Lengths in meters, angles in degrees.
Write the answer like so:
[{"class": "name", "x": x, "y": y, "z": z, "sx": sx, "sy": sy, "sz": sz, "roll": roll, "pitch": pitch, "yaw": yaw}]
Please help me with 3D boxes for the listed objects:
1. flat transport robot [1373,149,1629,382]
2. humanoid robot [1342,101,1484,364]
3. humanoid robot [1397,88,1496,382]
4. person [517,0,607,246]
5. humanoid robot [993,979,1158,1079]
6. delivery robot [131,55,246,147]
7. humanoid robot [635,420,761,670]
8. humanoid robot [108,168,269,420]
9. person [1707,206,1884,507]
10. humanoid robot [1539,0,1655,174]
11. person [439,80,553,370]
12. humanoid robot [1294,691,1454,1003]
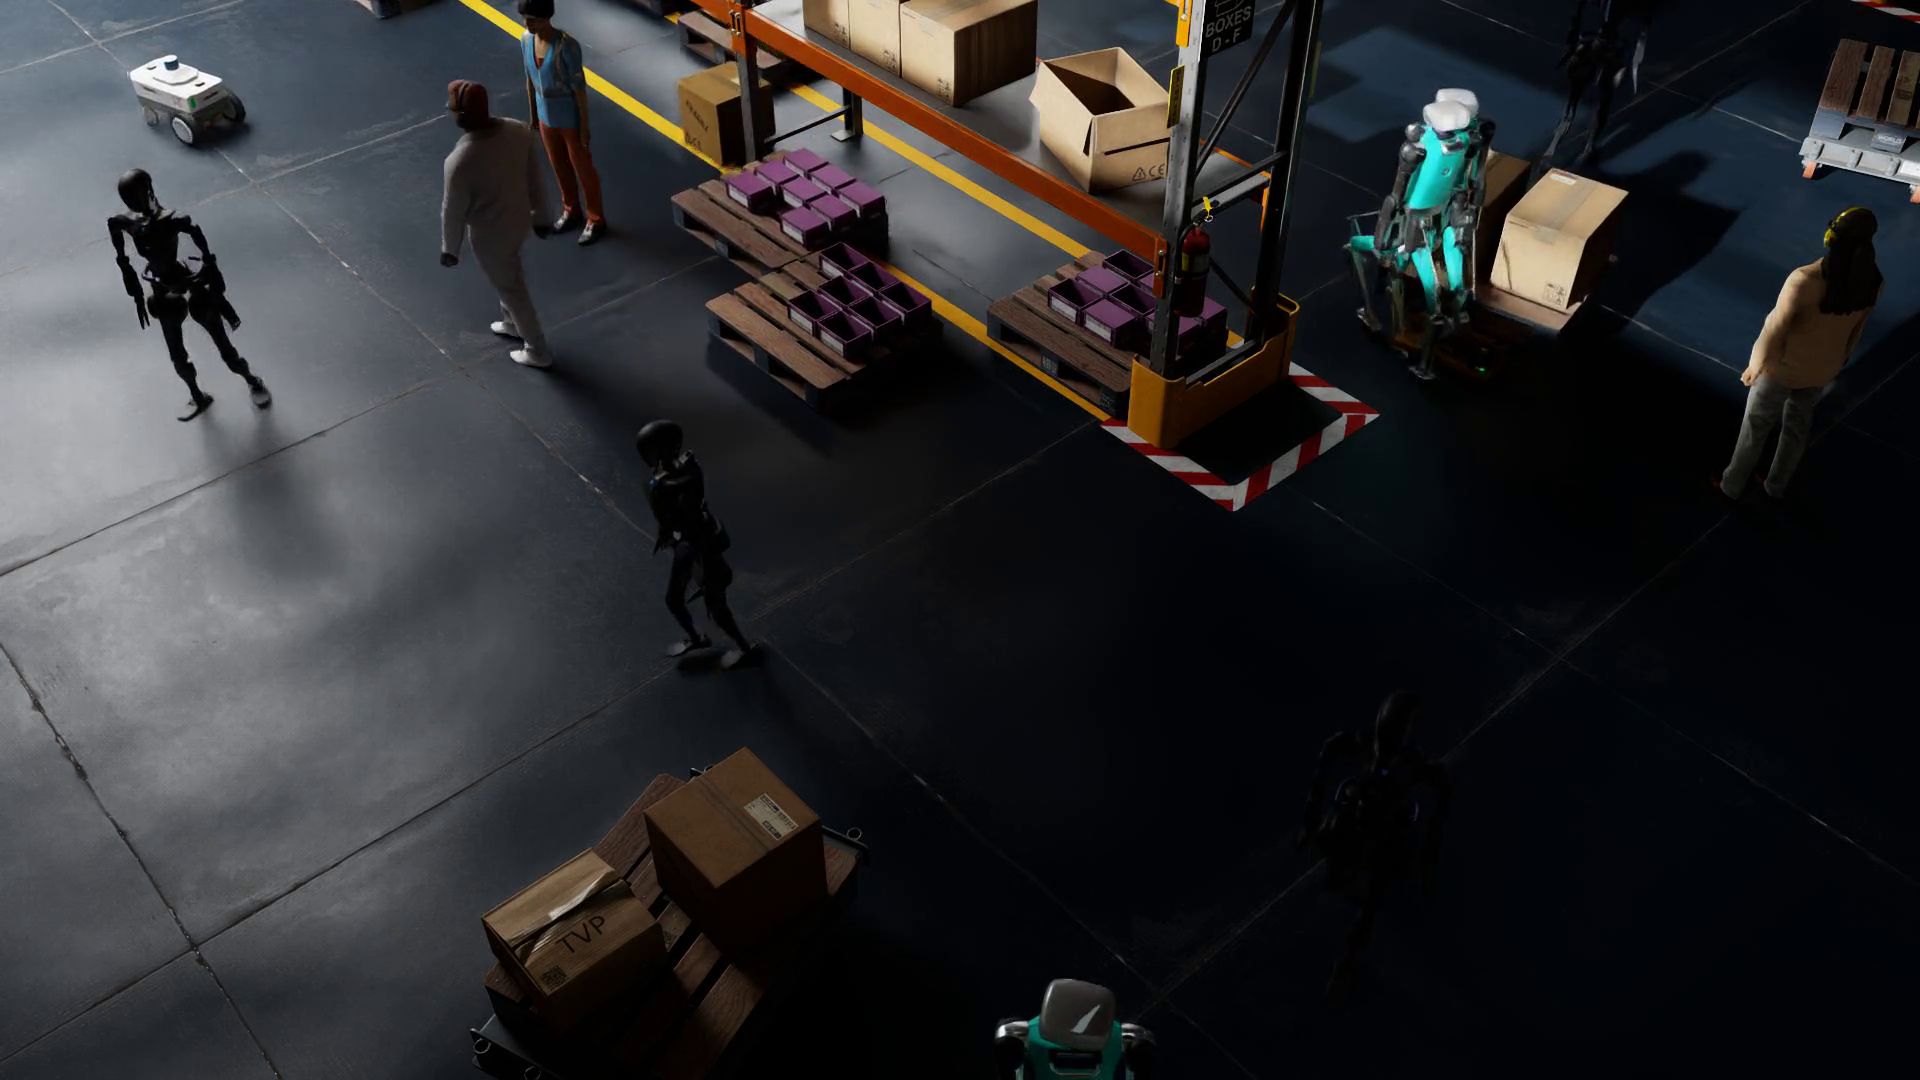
[{"class": "flat transport robot", "x": 3.421, "y": -1.539, "z": 10.769, "sx": 0.659, "sy": 0.231, "sz": 1.431, "roll": 27, "pitch": 49, "yaw": 26}, {"class": "humanoid robot", "x": 2.648, "y": -1.951, "z": 10.152, "sx": 0.538, "sy": 1.786, "sz": 0.818, "roll": -17, "pitch": 45, "yaw": -17}, {"class": "humanoid robot", "x": 2.898, "y": -1.715, "z": 9.886, "sx": 0.543, "sy": 1.767, "sz": 0.840, "roll": -6, "pitch": 43, "yaw": -6}, {"class": "person", "x": -2.664, "y": -2.809, "z": 11.052, "sx": 0.499, "sy": 1.759, "sz": 0.339, "roll": 21, "pitch": 47, "yaw": 22}, {"class": "humanoid robot", "x": 0.367, "y": 2.303, "z": 5.587, "sx": 0.547, "sy": 1.893, "sz": 0.780, "roll": 2, "pitch": 43, "yaw": 2}, {"class": "delivery robot", "x": -5.837, "y": -3.335, "z": 12.526, "sx": 0.802, "sy": 0.614, "sz": 0.499, "roll": 22, "pitch": 47, "yaw": 22}, {"class": "humanoid robot", "x": -1.253, "y": 0.034, "z": 8.025, "sx": 0.485, "sy": 1.640, "sz": 0.603, "roll": -23, "pitch": 47, "yaw": -23}, {"class": "humanoid robot", "x": -4.489, "y": -1.433, "z": 9.611, "sx": 0.593, "sy": 1.642, "sz": 0.386, "roll": -1, "pitch": 43, "yaw": -1}, {"class": "person", "x": 4.521, "y": -0.939, "z": 8.942, "sx": 0.548, "sy": 1.871, "sz": 0.390, "roll": -6, "pitch": 43, "yaw": -6}, {"class": "humanoid robot", "x": 4.492, "y": -3.372, "z": 11.732, "sx": 0.602, "sy": 1.634, "sz": 0.667, "roll": 27, "pitch": 49, "yaw": 26}, {"class": "person", "x": -2.843, "y": -1.863, "z": 9.926, "sx": 0.706, "sy": 1.883, "sz": 0.651, "roll": 15, "pitch": 45, "yaw": 16}, {"class": "humanoid robot", "x": 1.714, "y": 1.162, "z": 6.811, "sx": 0.600, "sy": 1.635, "sz": 0.682, "roll": 17, "pitch": 45, "yaw": 18}]
